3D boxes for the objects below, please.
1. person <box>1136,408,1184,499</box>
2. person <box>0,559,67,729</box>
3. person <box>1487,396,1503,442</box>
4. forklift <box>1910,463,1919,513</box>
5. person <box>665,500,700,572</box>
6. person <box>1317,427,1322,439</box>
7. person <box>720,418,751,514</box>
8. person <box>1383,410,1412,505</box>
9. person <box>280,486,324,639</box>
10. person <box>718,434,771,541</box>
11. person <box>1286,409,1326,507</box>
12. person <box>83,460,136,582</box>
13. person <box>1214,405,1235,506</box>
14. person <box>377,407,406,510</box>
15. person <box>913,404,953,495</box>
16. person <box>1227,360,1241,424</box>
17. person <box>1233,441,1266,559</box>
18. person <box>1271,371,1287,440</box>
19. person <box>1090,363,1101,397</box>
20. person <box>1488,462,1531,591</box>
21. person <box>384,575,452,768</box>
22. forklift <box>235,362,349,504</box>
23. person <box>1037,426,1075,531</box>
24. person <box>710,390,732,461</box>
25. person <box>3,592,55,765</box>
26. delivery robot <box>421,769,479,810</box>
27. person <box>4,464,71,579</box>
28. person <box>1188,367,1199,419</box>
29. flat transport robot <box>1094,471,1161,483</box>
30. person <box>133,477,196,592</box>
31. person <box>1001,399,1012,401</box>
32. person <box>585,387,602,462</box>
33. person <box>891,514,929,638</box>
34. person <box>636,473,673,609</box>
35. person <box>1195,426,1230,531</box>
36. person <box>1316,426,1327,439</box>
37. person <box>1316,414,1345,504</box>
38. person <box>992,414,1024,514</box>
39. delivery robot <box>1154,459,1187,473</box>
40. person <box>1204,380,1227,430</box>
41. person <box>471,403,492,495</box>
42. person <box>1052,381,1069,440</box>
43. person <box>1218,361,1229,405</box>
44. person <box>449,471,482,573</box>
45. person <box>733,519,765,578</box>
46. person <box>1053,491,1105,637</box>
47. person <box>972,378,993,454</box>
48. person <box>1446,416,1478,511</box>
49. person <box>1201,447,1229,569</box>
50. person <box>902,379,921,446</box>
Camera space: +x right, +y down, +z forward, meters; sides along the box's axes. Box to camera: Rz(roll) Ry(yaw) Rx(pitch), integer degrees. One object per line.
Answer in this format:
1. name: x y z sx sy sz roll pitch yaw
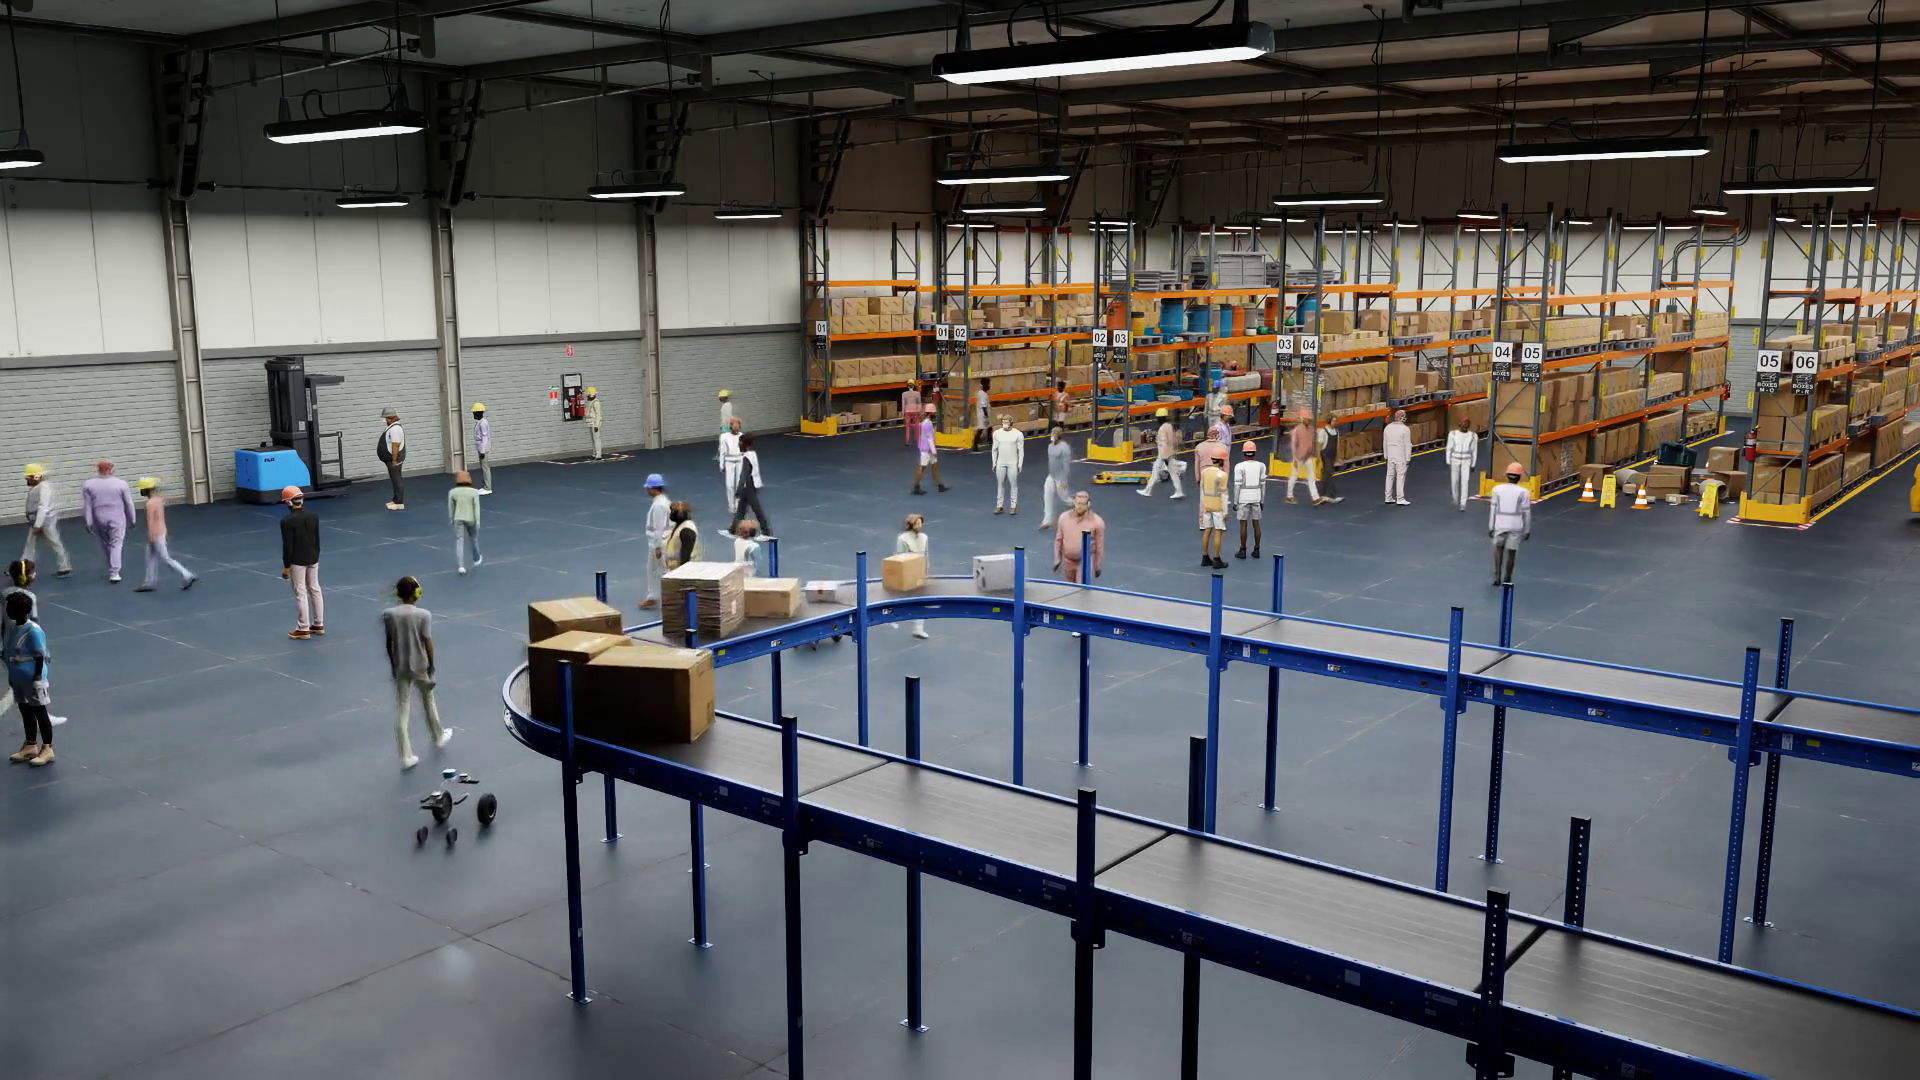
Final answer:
1. person: 4.180 -1.784 32.231 1.008 1.874 0.590 5 11 27
2. person: -9.694 1.110 16.073 0.508 1.836 0.834 6 12 29
3. person: 13.739 -3.075 39.765 0.932 1.767 0.623 -6 12 -30
4. forklift: 19.034 -1.348 28.998 2.313 2.155 1.214 8 13 37
5. person: -3.508 0.379 20.237 0.773 1.812 0.620 -5 11 -25
6. person: 8.924 -3.010 39.165 0.516 1.865 0.329 9 13 41
7. person: -4.320 -1.417 30.189 0.611 1.860 0.674 -3 10 -15
8. person: 8.824 -1.662 31.459 0.403 1.904 0.651 -7 12 -34
9. person: -8.565 0.280 20.306 0.402 1.985 0.611 4 11 22
10. person: -3.769 -0.914 27.334 0.980 1.866 0.618 0 10 -2
11. person: 6.876 -1.635 31.201 0.653 1.935 1.038 -5 11 -28
12. person: -13.036 -0.319 24.067 0.649 1.842 1.033 -2 10 -10
13. person: 5.260 -1.678 31.188 0.392 2.034 0.605 5 11 27
14. person: -11.250 -1.620 30.959 0.536 2.000 0.678 -4 11 -20
15. person: -0.570 -1.898 32.768 0.940 1.900 0.545 0 10 0
16. person: 8.212 -4.443 47.036 0.554 1.926 0.455 7 12 34
17. person: 4.748 -0.666 25.768 0.547 1.934 0.376 -2 10 -12
18. person: 8.954 -3.755 43.043 0.660 1.965 0.847 9 13 40
19. person: 4.331 -4.906 49.326 0.608 2.044 0.371 8 13 37
20. person: 8.160 -0.201 23.186 0.586 1.921 0.474 6 12 31
21. person: -5.336 1.242 15.324 0.531 1.823 0.932 1 10 3
22. forklift: -13.803 -2.244 32.110 1.129 2.768 1.873 8 13 37
23. person: 1.847 -1.128 28.460 0.925 1.911 0.638 -6 12 -31
24. person: -5.830 -2.793 38.260 0.798 1.733 0.556 -3 10 -16
25. person: -9.060 1.334 15.181 0.534 1.697 0.318 6 12 29
26. delivery robot: -4.351 2.074 13.351 0.335 0.223 0.698 2 10 8
27. person: -14.145 -0.262 23.904 0.595 1.788 0.903 9 13 40
28. person: 7.352 -4.600 48.880 0.525 1.588 0.851 7 12 35
29. flat transport robot: 3.703 -1.397 34.685 1.431 0.197 0.652 0 10 0
30. person: -11.806 -0.089 23.113 0.849 1.728 0.527 -3 10 -15
31. person: 1.404 -4.514 47.433 0.627 1.934 0.370 10 14 44
32. person: -8.963 -2.828 38.234 0.404 1.827 0.601 -5 11 -26
33. person: -0.646 0.449 20.341 0.524 1.626 0.496 -8 13 -39
34. person: -4.157 0.018 21.954 0.752 1.923 0.616 -2 10 -13
35. person: 4.579 -1.111 28.351 0.648 1.907 0.409 5 11 25
36. person: 9.976 -3.645 42.886 0.821 1.811 0.657 -10 14 -43
37. person: 7.536 -1.639 31.617 0.544 1.803 0.863 -7 12 -35
38. person: 0.921 -1.467 30.262 0.631 1.938 0.362 3 11 18
39. delivery robot: 4.712 -1.647 35.028 0.707 0.478 0.477 -3 10 -17
40. person: 6.486 -3.106 39.570 0.619 1.917 0.872 8 13 39
41. person: -10.036 -1.916 32.825 0.368 1.928 0.585 -4 11 -22
42. person: 2.722 -3.465 42.184 0.393 1.687 0.538 -9 14 -42
43. person: 8.144 -4.666 48.594 0.571 1.830 0.625 10 14 44
44. person: -7.802 -0.300 24.675 0.514 1.580 0.901 0 10 -2
45. person: -2.669 0.537 19.853 0.431 1.620 0.550 -9 13 -40
46. person: 1.584 0.273 20.618 0.648 1.883 0.796 5 11 25
47. person: 0.732 -3.158 39.781 0.922 1.929 0.640 0 10 0
48. person: 9.916 -1.540 30.945 0.575 1.851 0.884 3 11 18
49. person: 4.084 -0.524 24.968 0.360 1.935 0.550 -7 12 -35
50. person: -1.286 -3.386 41.575 0.522 1.762 0.320 0 10 -2
